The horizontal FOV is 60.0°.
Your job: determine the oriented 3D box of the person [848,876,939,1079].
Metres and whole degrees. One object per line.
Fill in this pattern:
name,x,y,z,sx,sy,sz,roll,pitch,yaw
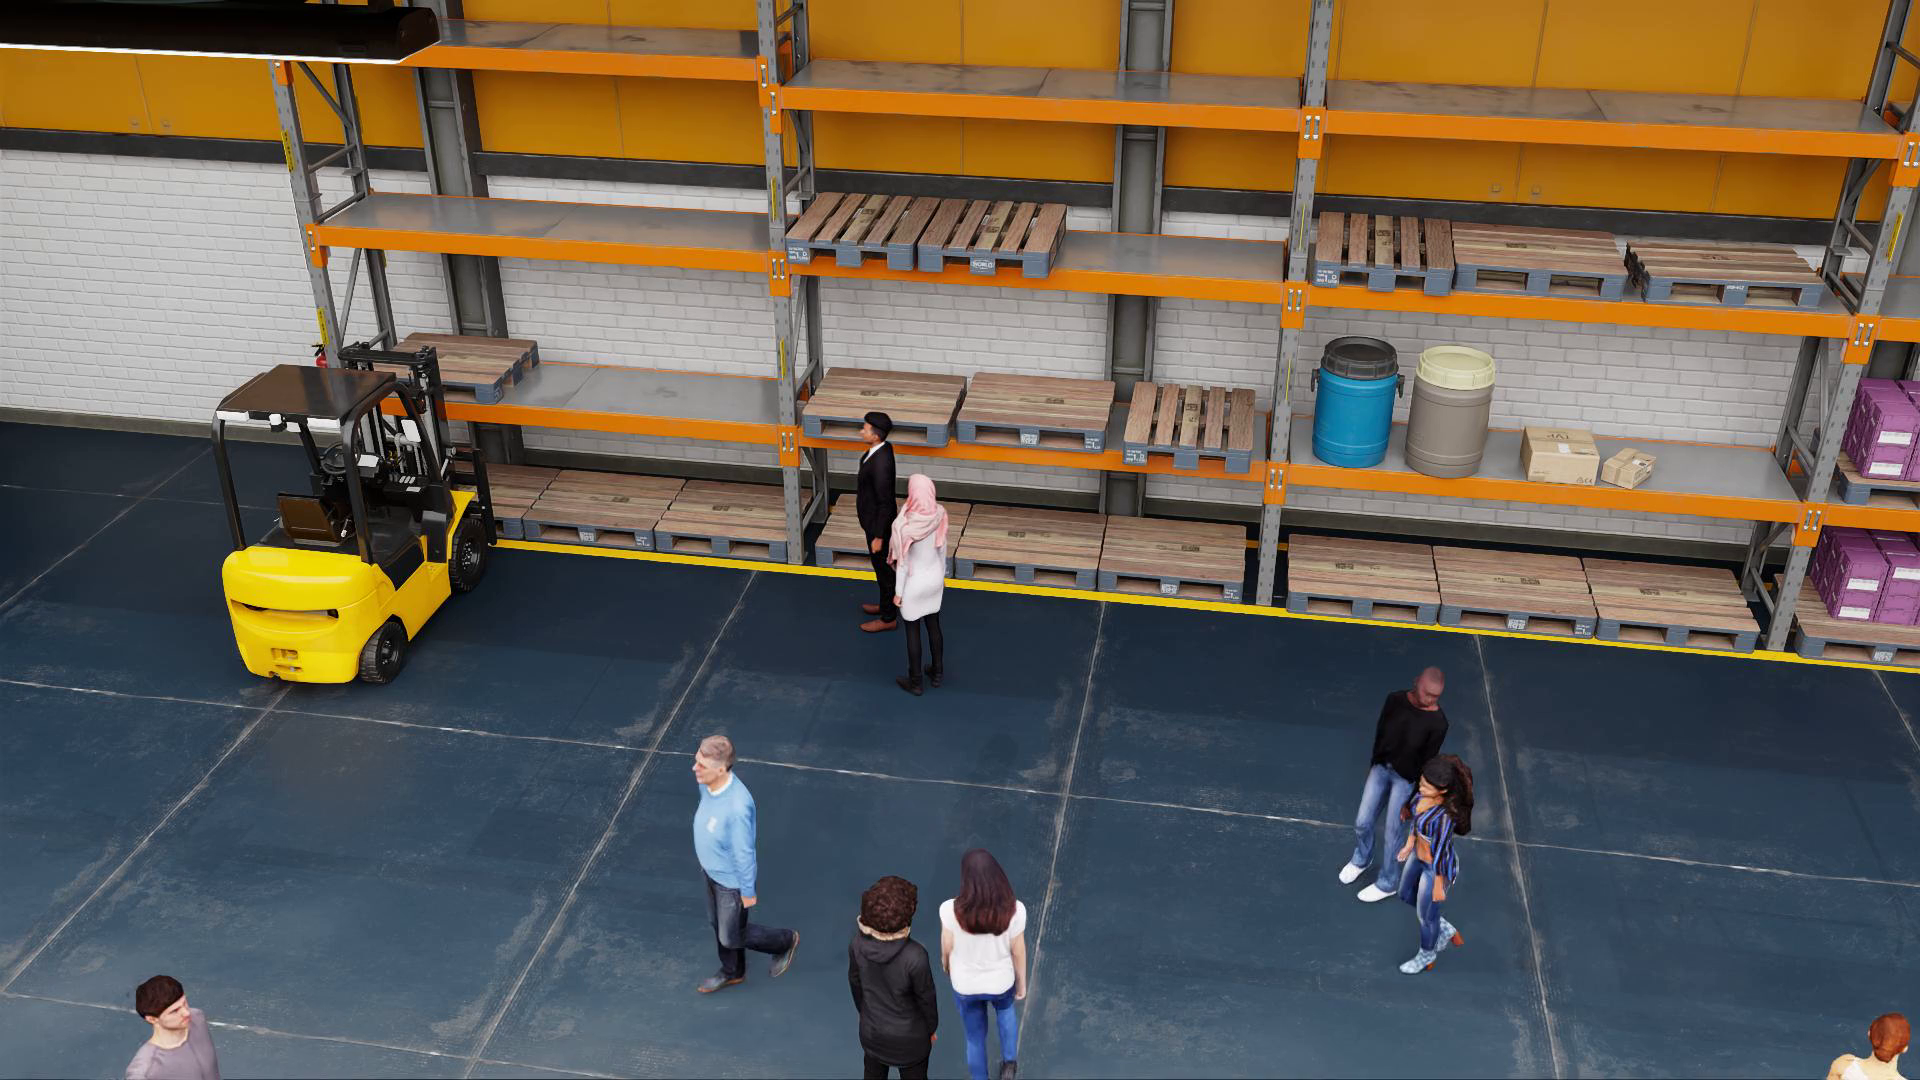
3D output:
person,-0.330,2.439,8.433,0.607,1.781,0.727,11,30,19

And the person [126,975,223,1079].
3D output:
person,-3.629,2.781,7.764,1.166,1.822,0.775,9,30,15

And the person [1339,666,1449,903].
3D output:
person,2.774,1.479,10.256,0.812,1.721,0.740,-16,32,-26

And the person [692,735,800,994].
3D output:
person,-1.247,1.843,9.505,0.993,1.802,0.921,-15,32,-26

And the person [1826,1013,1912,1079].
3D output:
person,4.135,2.904,7.736,0.675,1.632,0.758,22,36,35

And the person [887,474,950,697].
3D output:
person,-0.286,0.323,12.288,0.736,1.804,0.794,-19,34,-31

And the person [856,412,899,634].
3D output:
person,-0.617,-0.158,13.087,0.620,1.884,0.738,-1,29,-1

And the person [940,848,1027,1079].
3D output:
person,0.120,2.380,8.662,0.624,1.666,0.727,0,29,-1

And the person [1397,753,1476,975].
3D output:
person,2.798,1.879,9.640,0.748,1.609,0.701,0,29,0
